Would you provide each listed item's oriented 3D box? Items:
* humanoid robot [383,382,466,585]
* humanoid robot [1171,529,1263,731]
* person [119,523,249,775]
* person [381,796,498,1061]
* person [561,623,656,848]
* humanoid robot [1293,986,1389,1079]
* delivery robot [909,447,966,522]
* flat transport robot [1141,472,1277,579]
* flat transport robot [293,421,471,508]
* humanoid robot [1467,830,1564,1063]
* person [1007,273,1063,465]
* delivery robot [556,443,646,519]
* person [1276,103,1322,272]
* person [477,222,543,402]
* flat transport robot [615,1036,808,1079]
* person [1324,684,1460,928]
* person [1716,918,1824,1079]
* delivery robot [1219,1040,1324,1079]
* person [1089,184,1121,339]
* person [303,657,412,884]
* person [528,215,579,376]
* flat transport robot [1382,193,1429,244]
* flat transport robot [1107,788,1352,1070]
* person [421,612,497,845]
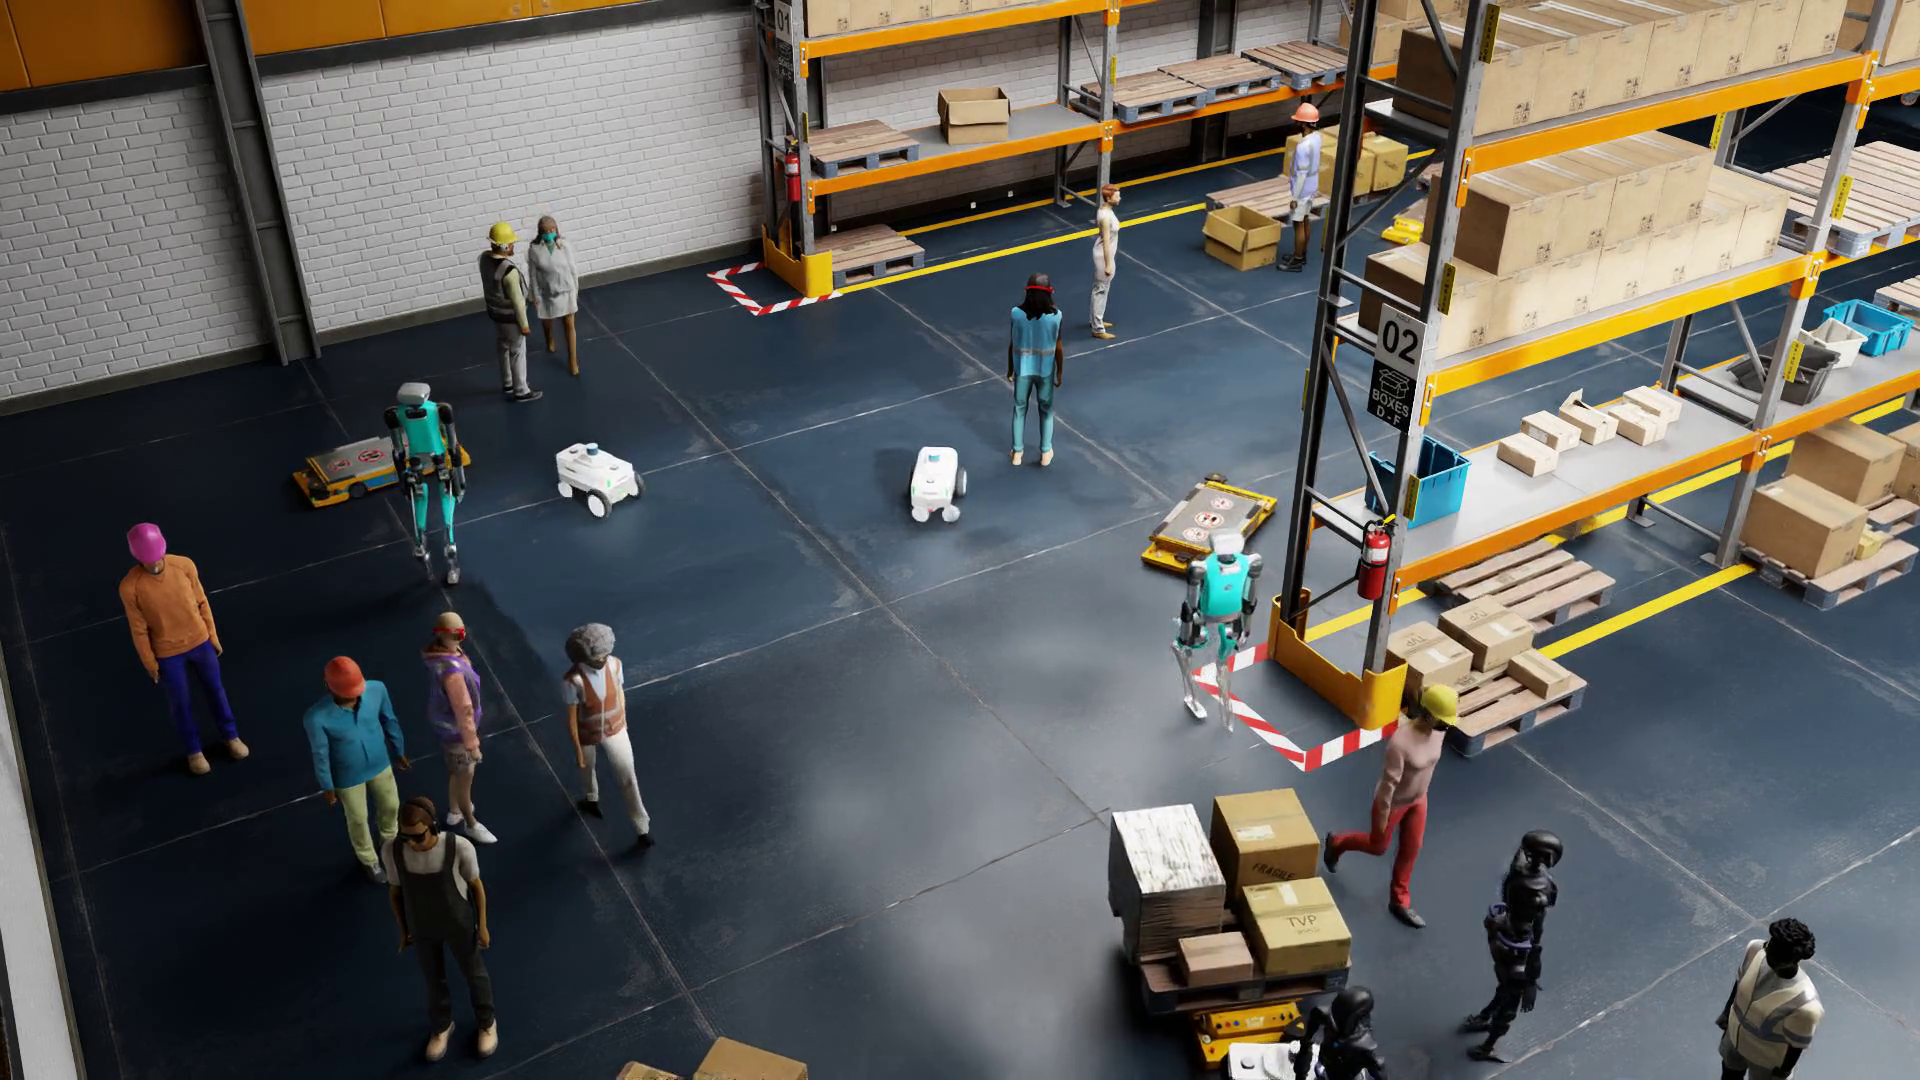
[{"bbox_3d":[-4.222,-0.321,13.250,0.541,1.834,0.659,-4,32,-6],"label":"humanoid robot"},{"bbox_3d":[1.749,0.586,11.795,0.549,1.800,0.800,-5,32,-8],"label":"humanoid robot"},{"bbox_3d":[-5.320,0.720,11.335,0.518,1.974,0.398,-26,40,-35],"label":"person"},{"bbox_3d":[-2.858,2.136,9.195,0.504,1.845,0.346,-1,32,-2],"label":"person"},{"bbox_3d":[-2.314,1.267,10.763,0.436,1.639,0.867,-18,36,-26],"label":"person"},{"bbox_3d":[1.881,2.815,8.264,0.321,1.647,0.589,-21,38,-30],"label":"humanoid robot"},{"bbox_3d":[-0.218,-0.524,14.654,0.505,0.599,0.770,3,32,5],"label":"delivery robot"},{"bbox_3d":[2.158,-0.124,14.282,0.659,0.231,1.431,17,36,25],"label":"flat transport robot"},{"bbox_3d":[-5.287,-0.699,15.198,1.431,0.231,0.659,-20,37,-29],"label":"flat transport robot"},{"bbox_3d":[3.068,2.242,9.177,0.314,1.647,0.611,1,32,2],"label":"humanoid robot"},{"bbox_3d":[0.672,-1.524,15.023,0.508,1.862,0.394,2,32,4],"label":"person"},{"bbox_3d":[-3.226,-0.581,14.727,0.757,0.580,0.499,21,38,30],"label":"delivery robot"},{"bbox_3d":[3.862,-3.995,18.885,0.371,1.938,0.544,16,35,24],"label":"person"},{"bbox_3d":[-4.373,-2.207,16.149,0.403,1.819,0.596,-27,41,-36],"label":"person"},{"bbox_3d":[-1.454,3.500,8.502,0.659,0.231,1.431,12,34,18],"label":"flat transport robot"},{"bbox_3d":[2.681,1.544,10.248,0.566,1.721,0.715,-19,37,-28],"label":"person"},{"bbox_3d":[4.129,2.598,8.605,0.320,1.692,0.535,-8,33,-12],"label":"person"},{"bbox_3d":[1.808,2.971,9.071,0.792,0.589,0.499,1,32,2],"label":"delivery robot"},{"bbox_3d":[1.527,-2.939,17.458,0.270,1.659,0.460,1,32,1],"label":"person"},{"bbox_3d":[-3.738,1.429,10.435,0.384,1.729,0.573,26,40,35],"label":"person"},{"bbox_3d":[-4.106,-2.531,16.828,0.484,1.635,0.688,-8,33,-13],"label":"person"},{"bbox_3d":[5.772,-3.904,20.310,0.659,0.231,1.431,22,38,31],"label":"flat transport robot"},{"bbox_3d":[1.594,2.541,10.031,0.659,0.231,1.431,-5,32,-8],"label":"flat transport robot"},{"bbox_3d":[-3.248,1.237,10.789,0.375,1.680,0.636,-12,34,-19],"label":"person"}]
